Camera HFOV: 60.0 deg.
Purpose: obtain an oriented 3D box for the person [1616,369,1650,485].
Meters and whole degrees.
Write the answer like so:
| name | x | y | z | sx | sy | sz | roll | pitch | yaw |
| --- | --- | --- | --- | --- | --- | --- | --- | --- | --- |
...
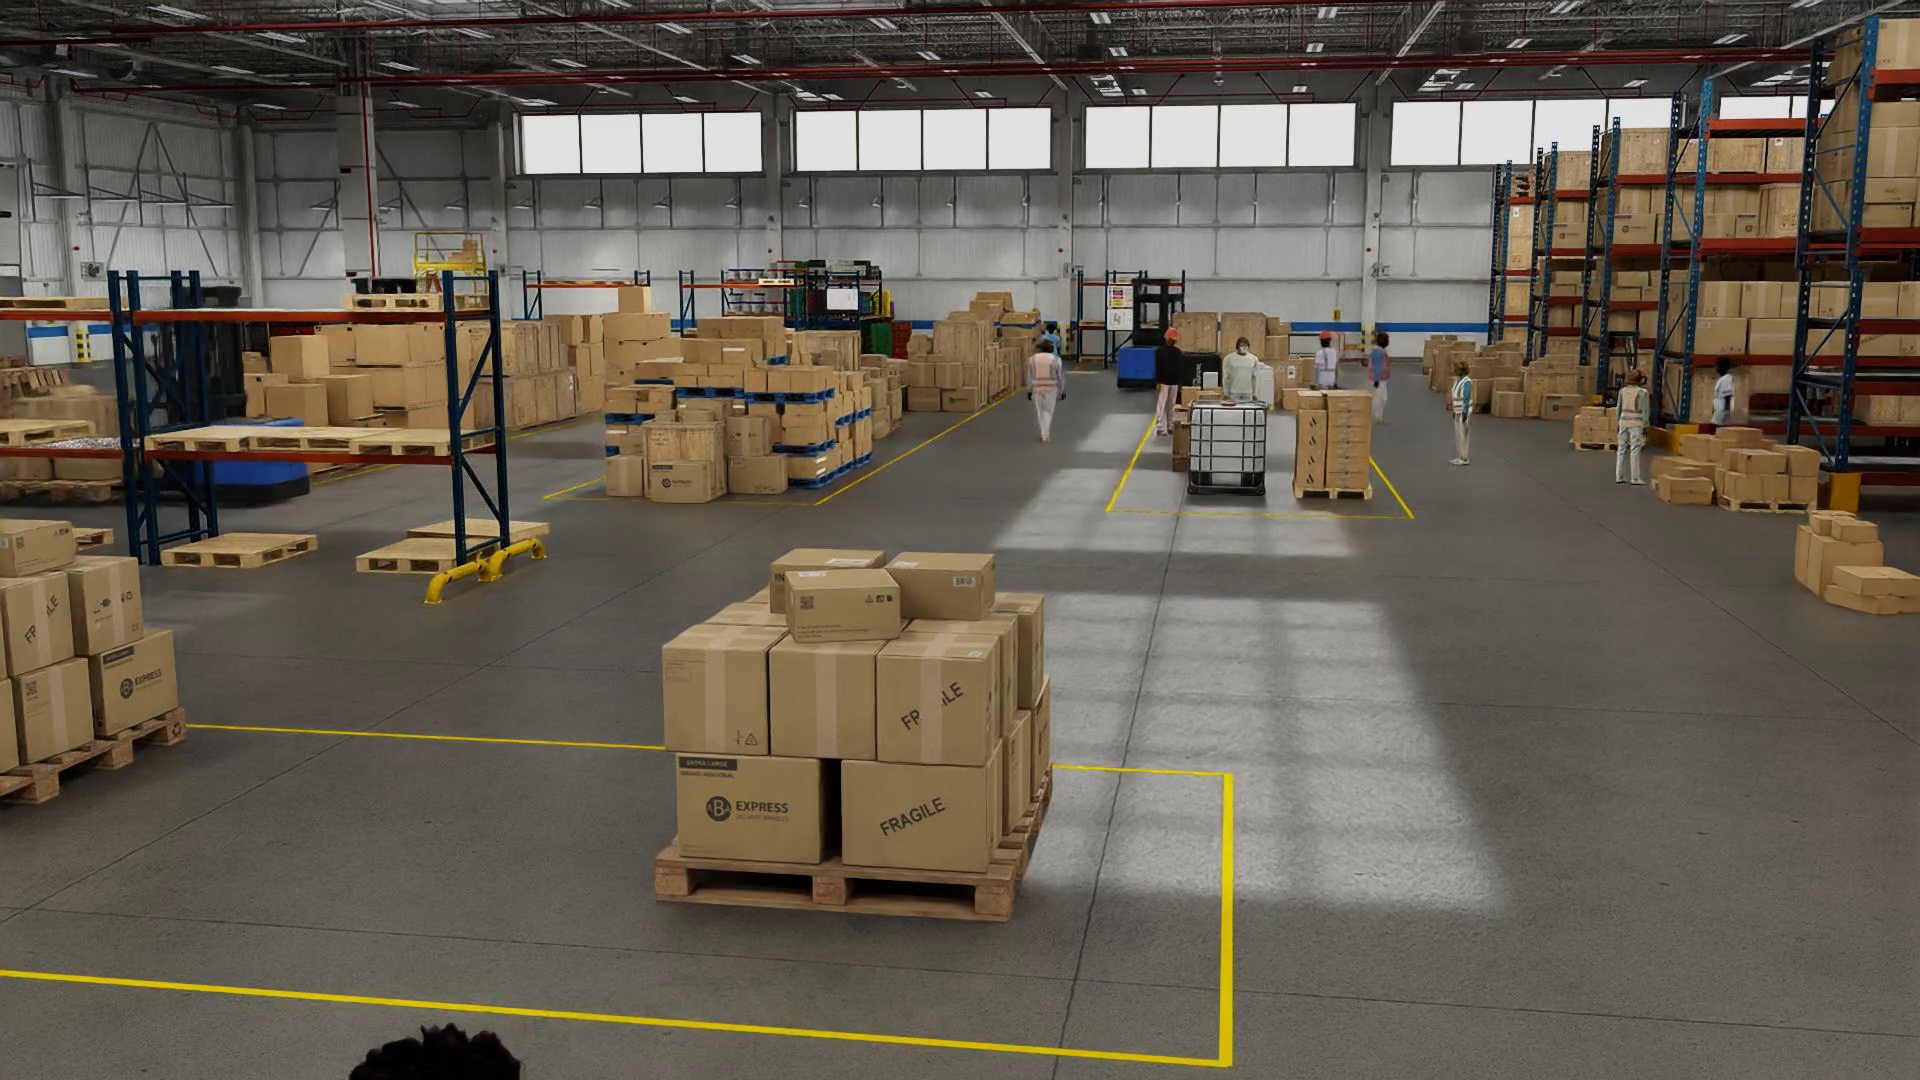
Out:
| name | x | y | z | sx | sy | sz | roll | pitch | yaw |
| --- | --- | --- | --- | --- | --- | --- | --- | --- | --- |
| person | 9.531 | -1.599 | 23.593 | 0.315 | 1.638 | 0.515 | -5 | 11 | -30 |

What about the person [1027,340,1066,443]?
| name | x | y | z | sx | sy | sz | roll | pitch | yaw |
| --- | --- | --- | --- | --- | --- | --- | --- | --- | --- |
| person | 1.579 | -2.637 | 29.460 | 0.660 | 1.809 | 0.847 | 4 | 10 | 23 |

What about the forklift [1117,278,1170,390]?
| name | x | y | z | sx | sy | sz | roll | pitch | yaw |
| --- | --- | --- | --- | --- | --- | --- | --- | --- | --- |
| forklift | 4.832 | -5.277 | 42.458 | 1.129 | 2.768 | 1.873 | 5 | 10 | 27 |

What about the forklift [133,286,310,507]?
| name | x | y | z | sx | sy | sz | roll | pitch | yaw |
| --- | --- | --- | --- | --- | --- | --- | --- | --- | --- |
| forklift | -9.625 | -1.891 | 21.579 | 1.873 | 2.768 | 1.129 | 1 | 9 | 9 |

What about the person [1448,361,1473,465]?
| name | x | y | z | sx | sy | sz | roll | pitch | yaw |
| --- | --- | --- | --- | --- | --- | --- | --- | --- | --- |
| person | 7.845 | -1.983 | 25.991 | 0.314 | 1.632 | 0.524 | 0 | 9 | -2 |

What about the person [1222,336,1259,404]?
| name | x | y | z | sx | sy | sz | roll | pitch | yaw |
| --- | --- | --- | --- | --- | --- | --- | --- | --- | --- |
| person | 4.715 | -2.455 | 27.960 | 0.631 | 1.939 | 0.372 | -2 | 9 | -11 |

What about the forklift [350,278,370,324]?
| name | x | y | z | sx | sy | sz | roll | pitch | yaw |
| --- | --- | --- | --- | --- | --- | --- | --- | --- | --- |
| forklift | -15.668 | -5.475 | 43.681 | 1.873 | 2.768 | 1.129 | -3 | 10 | -19 |

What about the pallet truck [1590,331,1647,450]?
| name | x | y | z | sx | sy | sz | roll | pitch | yaw |
| --- | --- | --- | --- | --- | --- | --- | --- | --- | --- |
| pallet truck | 11.253 | -2.573 | 28.499 | 0.823 | 1.965 | 1.885 | 5 | 10 | 27 |

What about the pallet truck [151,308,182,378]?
| name | x | y | z | sx | sy | sz | roll | pitch | yaw |
| --- | --- | --- | --- | --- | --- | --- | --- | --- | --- |
| pallet truck | -21.869 | -5.598 | 47.154 | 0.823 | 1.965 | 1.885 | 4 | 10 | 26 |

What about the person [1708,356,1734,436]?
| name | x | y | z | sx | sy | sz | roll | pitch | yaw |
| --- | --- | --- | --- | --- | --- | --- | --- | --- | --- |
| person | 12.030 | -2.073 | 26.376 | 0.557 | 1.671 | 0.547 | 3 | 10 | 18 |

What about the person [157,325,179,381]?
| name | x | y | z | sx | sy | sz | roll | pitch | yaw |
| --- | --- | --- | --- | --- | --- | --- | --- | --- | --- |
| person | -21.640 | -5.267 | 45.378 | 0.399 | 1.919 | 0.584 | 5 | 10 | 27 |

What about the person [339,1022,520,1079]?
| name | x | y | z | sx | sy | sz | roll | pitch | yaw |
| --- | --- | --- | --- | --- | --- | --- | --- | --- | --- |
| person | -0.716 | 1.658 | 2.508 | 0.361 | 1.963 | 0.612 | -7 | 12 | -38 |

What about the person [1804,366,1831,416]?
| name | x | y | z | sx | sy | sz | roll | pitch | yaw |
| --- | --- | --- | --- | --- | --- | --- | --- | --- | --- |
| person | 16.011 | -2.948 | 30.993 | 0.379 | 1.937 | 0.548 | -3 | 10 | -15 |

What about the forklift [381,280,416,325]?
| name | x | y | z | sx | sy | sz | roll | pitch | yaw |
| --- | --- | --- | --- | --- | --- | --- | --- | --- | --- |
| forklift | -11.957 | -4.169 | 35.627 | 1.873 | 2.768 | 1.129 | 1 | 9 | 9 |

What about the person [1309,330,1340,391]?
| name | x | y | z | sx | sy | sz | roll | pitch | yaw |
| --- | --- | --- | --- | --- | --- | --- | --- | --- | --- |
| person | 6.834 | -2.988 | 31.322 | 0.548 | 1.920 | 0.529 | -8 | 12 | -39 |

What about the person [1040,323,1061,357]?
| name | x | y | z | sx | sy | sz | roll | pitch | yaw |
| --- | --- | --- | --- | --- | --- | --- | --- | --- | --- |
| person | 2.332 | -4.748 | 42.899 | 0.539 | 1.673 | 0.650 | 0 | 9 | 1 |

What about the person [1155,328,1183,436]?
| name | x | y | z | sx | sy | sz | roll | pitch | yaw |
| --- | --- | --- | --- | --- | --- | --- | --- | --- | --- |
| person | 3.840 | -2.894 | 30.516 | 0.609 | 1.986 | 0.392 | -6 | 11 | -35 |

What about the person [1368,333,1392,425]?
| name | x | y | z | sx | sy | sz | roll | pitch | yaw |
| --- | --- | --- | --- | --- | --- | --- | --- | --- | --- |
| person | 8.210 | -3.146 | 32.561 | 0.456 | 1.823 | 0.645 | 4 | 10 | 25 |
